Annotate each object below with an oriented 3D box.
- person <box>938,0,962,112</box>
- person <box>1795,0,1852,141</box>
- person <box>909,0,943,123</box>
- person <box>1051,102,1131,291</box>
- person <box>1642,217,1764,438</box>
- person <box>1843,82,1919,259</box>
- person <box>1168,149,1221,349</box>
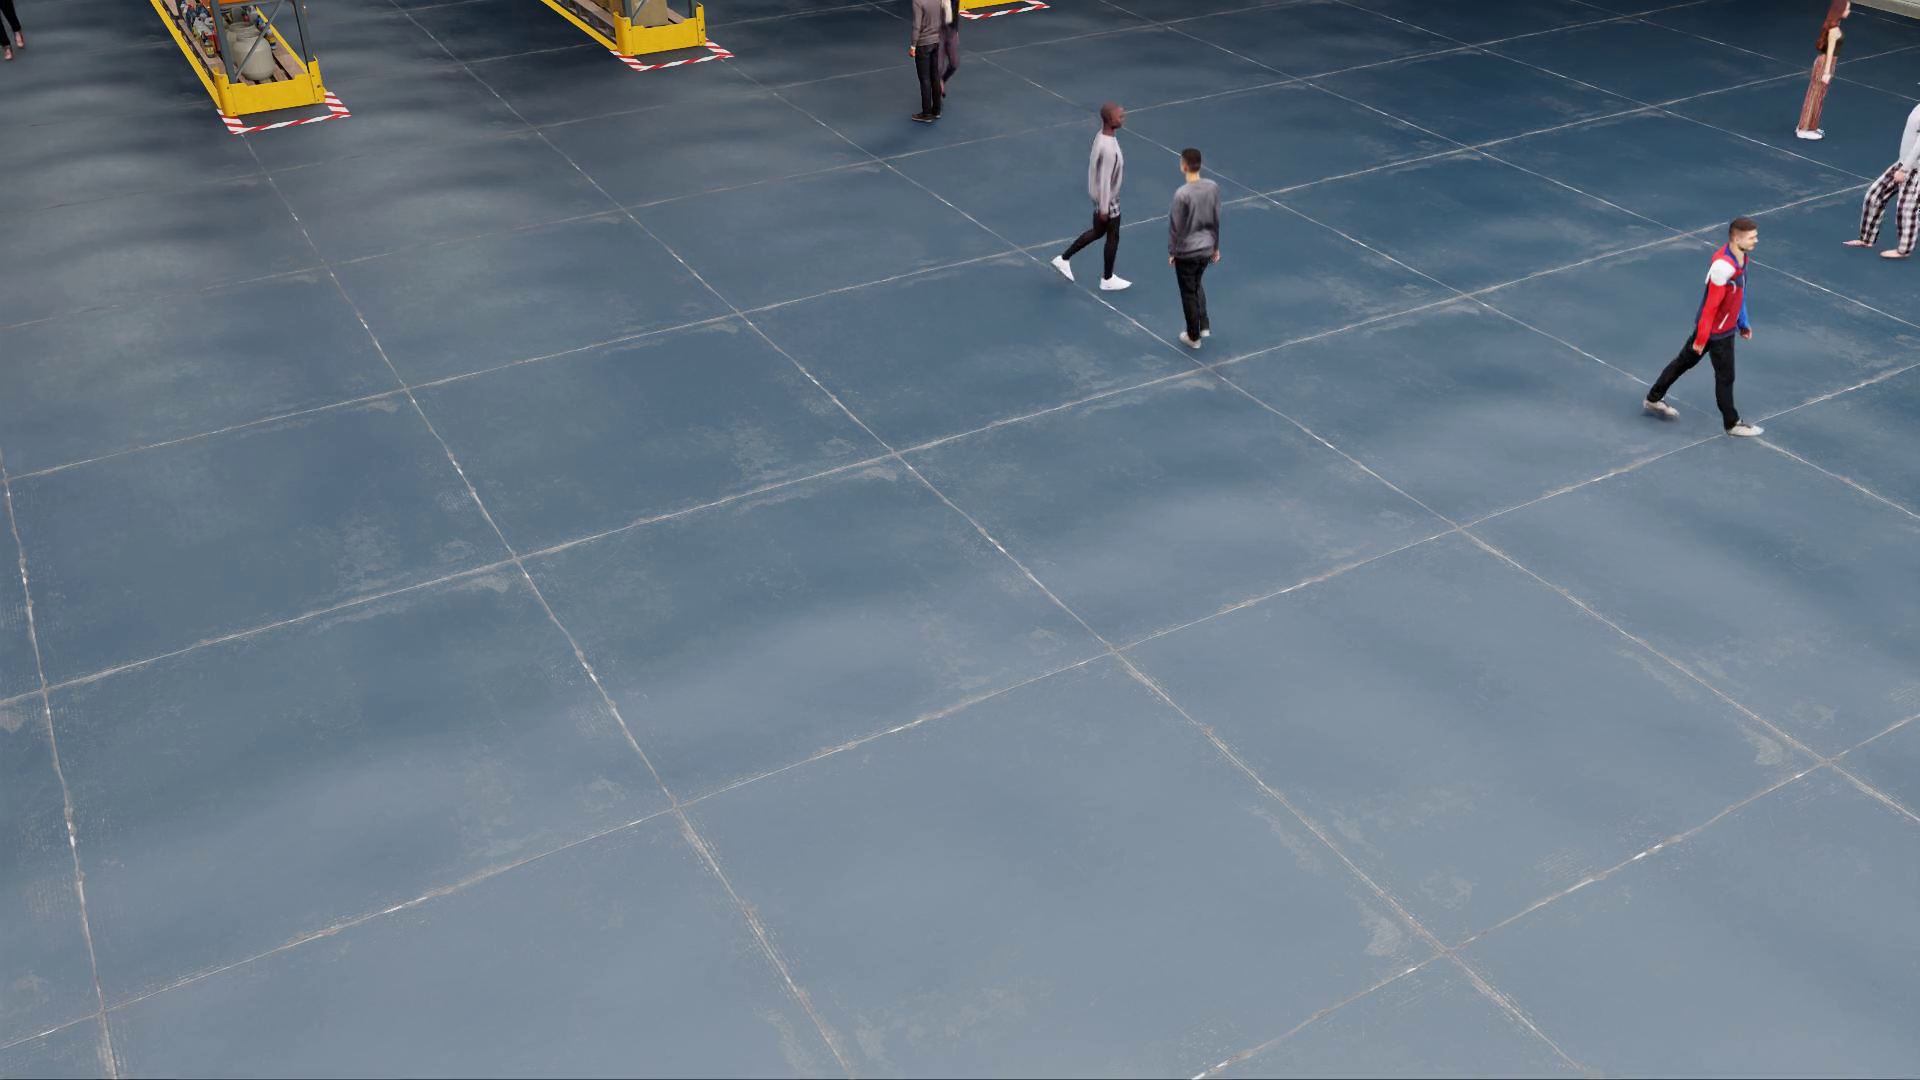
[{"bbox_3d":[-0.244,-5.922,19.653,0.607,1.654,0.712,-17,36,-25],"label":"person"},{"bbox_3d":[9.787,-5.369,18.863,0.703,1.562,0.670,14,35,21],"label":"person"},{"bbox_3d":[-0.380,-5.758,19.282,0.669,1.772,0.708,27,41,36],"label":"person"},{"bbox_3d":[1.220,-3.097,15.082,0.940,1.753,1.015,1,32,1],"label":"person"},{"bbox_3d":[5.736,-1.655,12.838,1.248,1.708,1.000,19,37,28],"label":"person"},{"bbox_3d":[9.090,-3.533,15.700,0.960,1.832,0.914,5,33,7],"label":"person"},{"bbox_3d":[2.002,-2.397,13.978,0.644,1.746,0.603,-13,35,-20],"label":"person"}]
